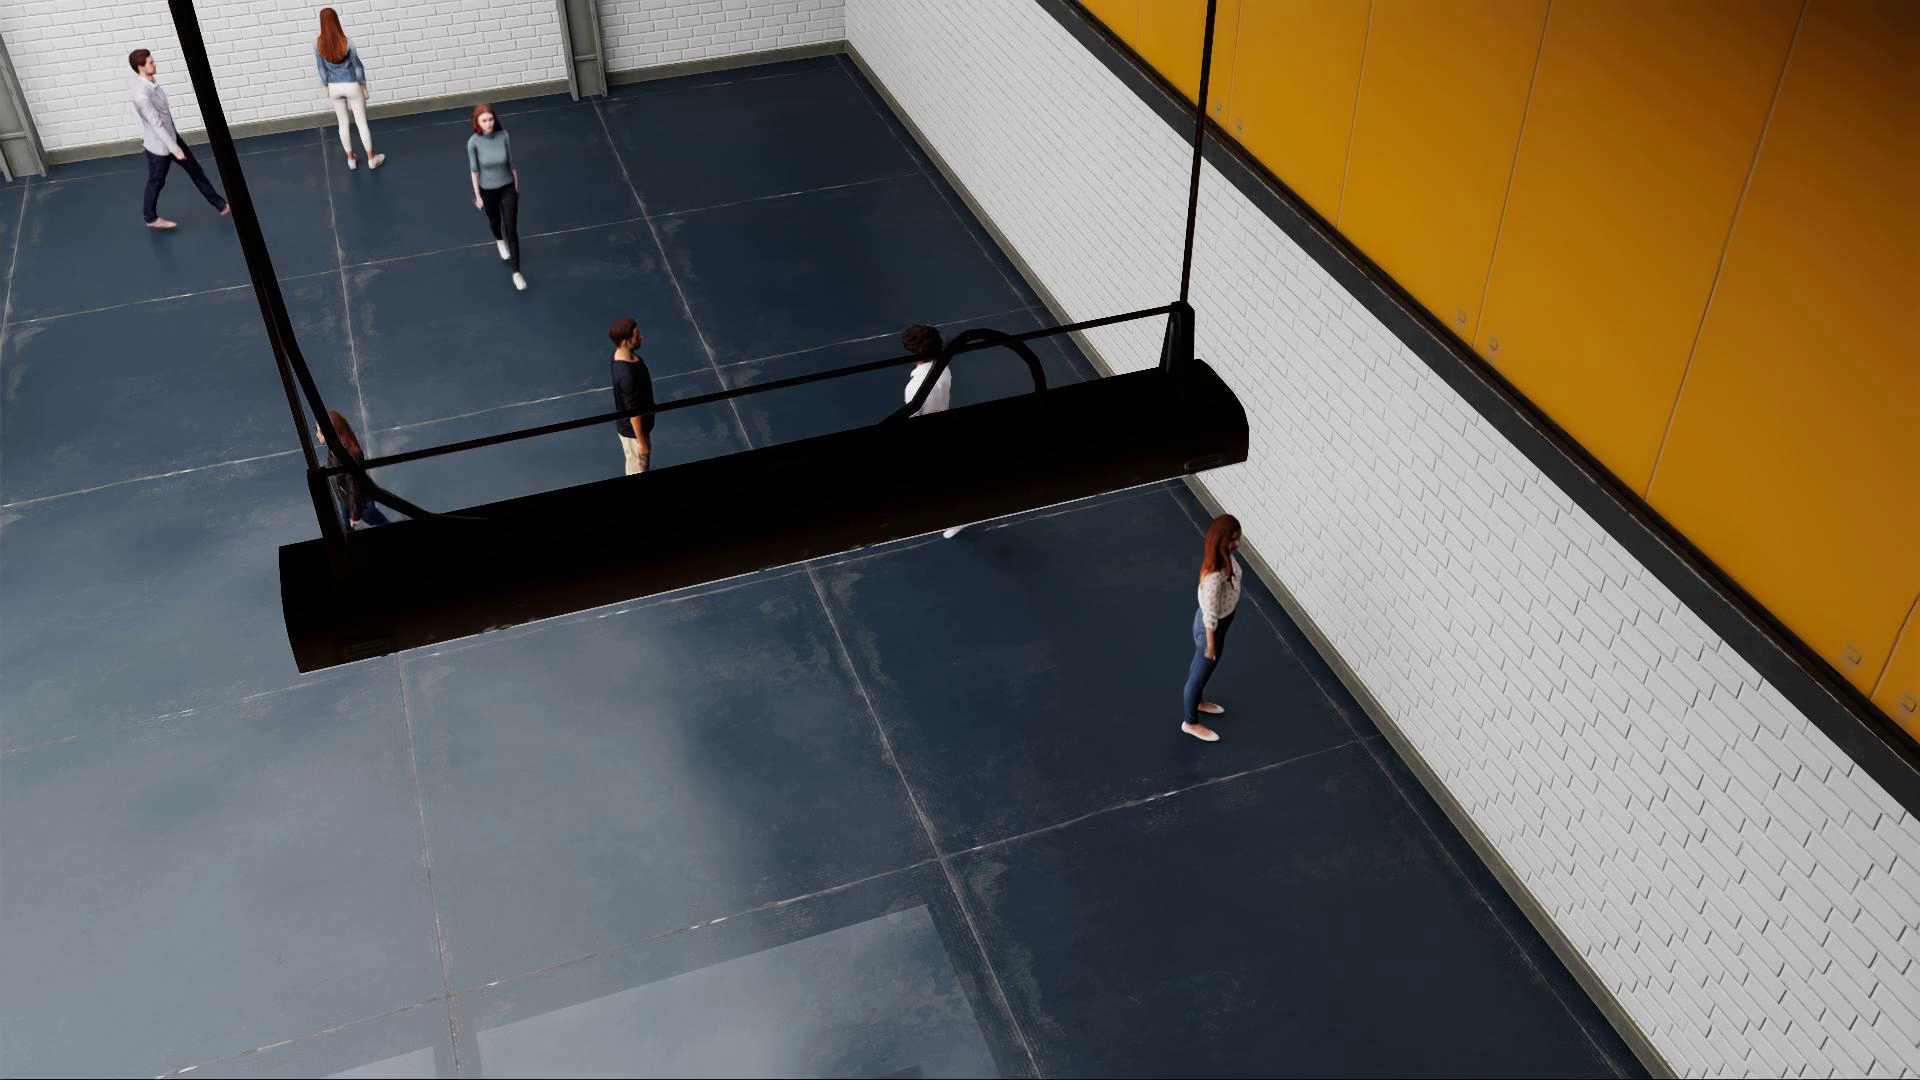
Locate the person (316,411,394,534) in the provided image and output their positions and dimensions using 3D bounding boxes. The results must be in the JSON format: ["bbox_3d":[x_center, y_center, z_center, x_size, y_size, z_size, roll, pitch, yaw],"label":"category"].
[{"bbox_3d":[-4.335,-0.334,12.122,1.078,1.437,0.840,-32,48,-33],"label":"person"}]

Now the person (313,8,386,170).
[{"bbox_3d":[-6.432,-4.708,17.388,0.565,1.700,0.738,-1,39,-1],"label":"person"}]

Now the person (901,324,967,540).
[{"bbox_3d":[-0.154,-0.746,12.355,0.979,1.790,0.949,27,46,29],"label":"person"}]

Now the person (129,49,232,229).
[{"bbox_3d":[-7.878,-3.856,16.243,1.261,1.798,0.870,-5,39,-6],"label":"person"}]

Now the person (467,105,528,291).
[{"bbox_3d":[-4.354,-3.266,15.581,1.110,1.702,0.695,-16,41,-19],"label":"person"}]

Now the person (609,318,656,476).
[{"bbox_3d":[-2.445,-0.848,12.431,0.549,1.854,0.636,-10,40,-13],"label":"person"}]

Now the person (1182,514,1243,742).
[{"bbox_3d":[1.627,0.544,10.790,0.686,1.728,0.650,11,40,14],"label":"person"}]
